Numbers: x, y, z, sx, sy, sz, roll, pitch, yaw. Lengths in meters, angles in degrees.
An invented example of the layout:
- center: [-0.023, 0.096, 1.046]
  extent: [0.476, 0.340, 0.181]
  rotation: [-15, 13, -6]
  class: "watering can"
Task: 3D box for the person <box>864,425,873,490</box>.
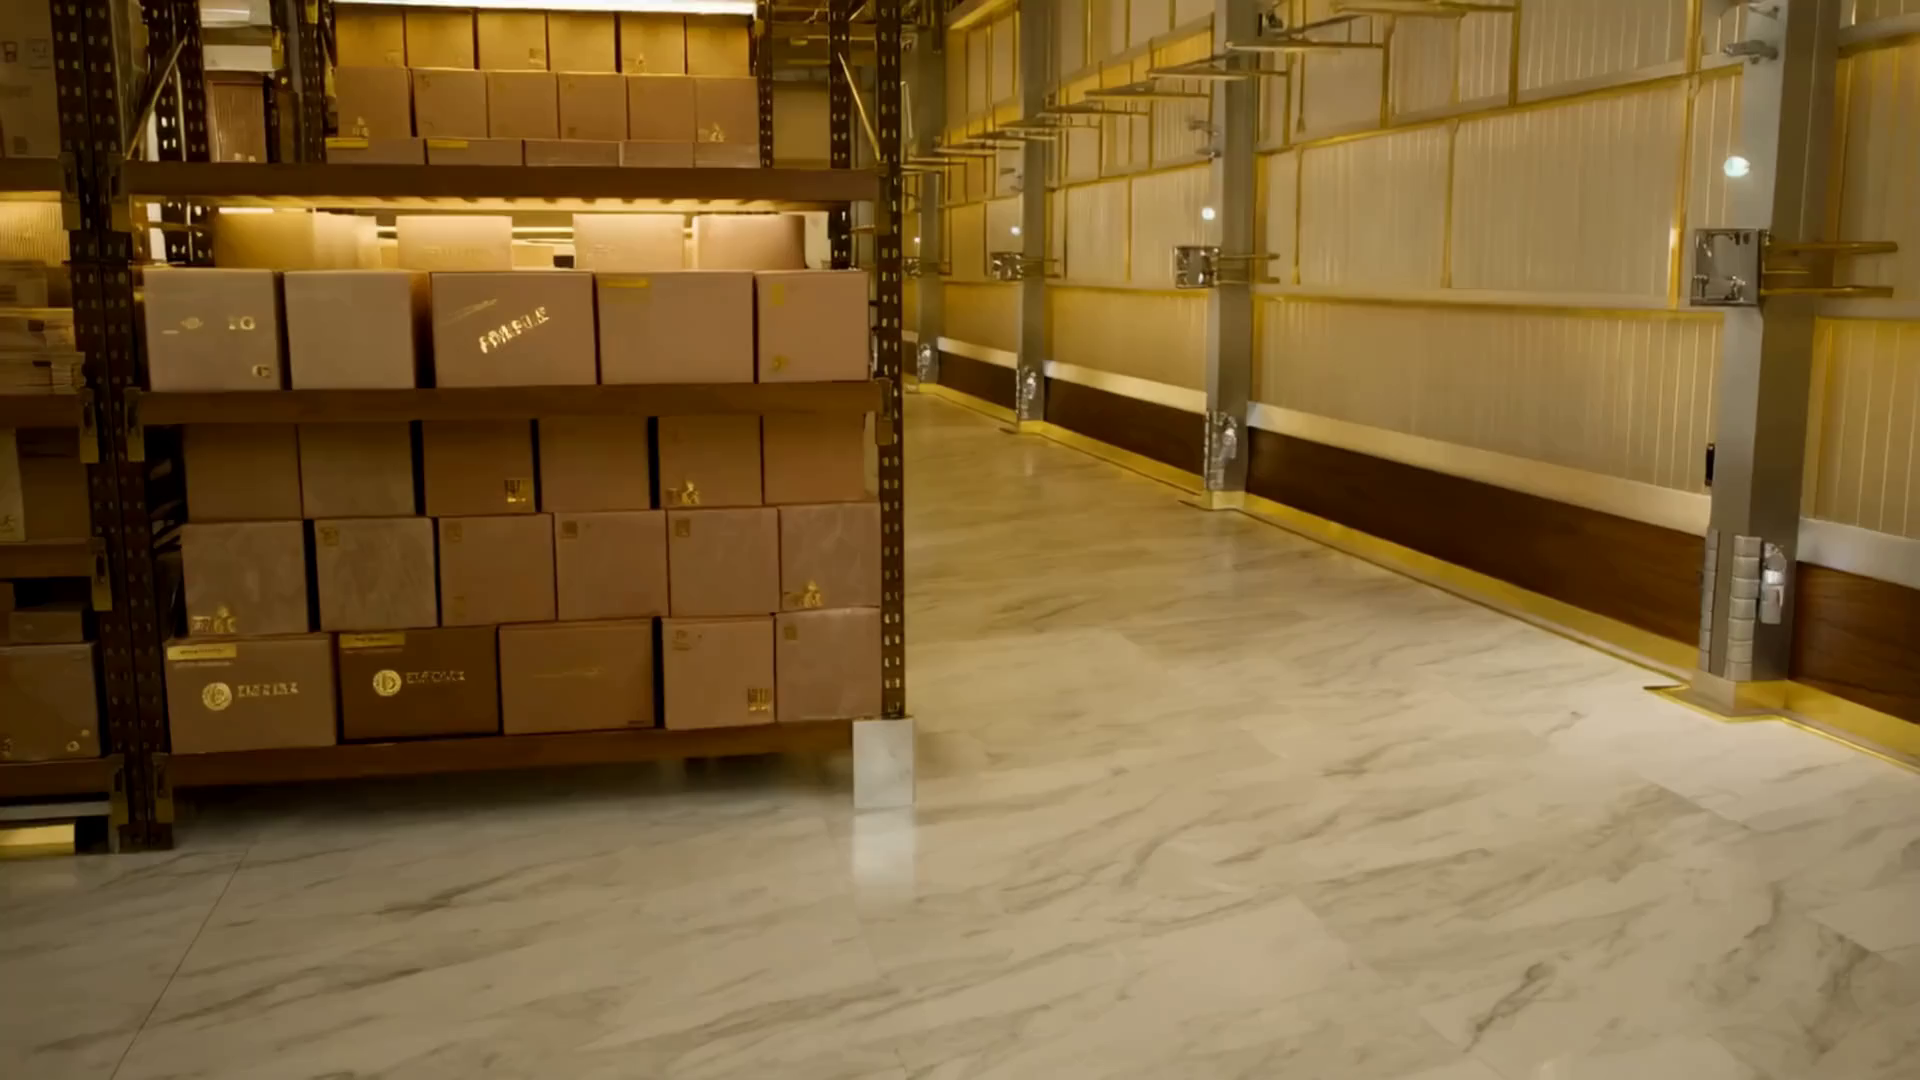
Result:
- center: [-1.187, -0.607, 16.830]
  extent: [0.608, 1.780, 0.932]
  rotation: [-1, 9, -4]
  class: "person"
